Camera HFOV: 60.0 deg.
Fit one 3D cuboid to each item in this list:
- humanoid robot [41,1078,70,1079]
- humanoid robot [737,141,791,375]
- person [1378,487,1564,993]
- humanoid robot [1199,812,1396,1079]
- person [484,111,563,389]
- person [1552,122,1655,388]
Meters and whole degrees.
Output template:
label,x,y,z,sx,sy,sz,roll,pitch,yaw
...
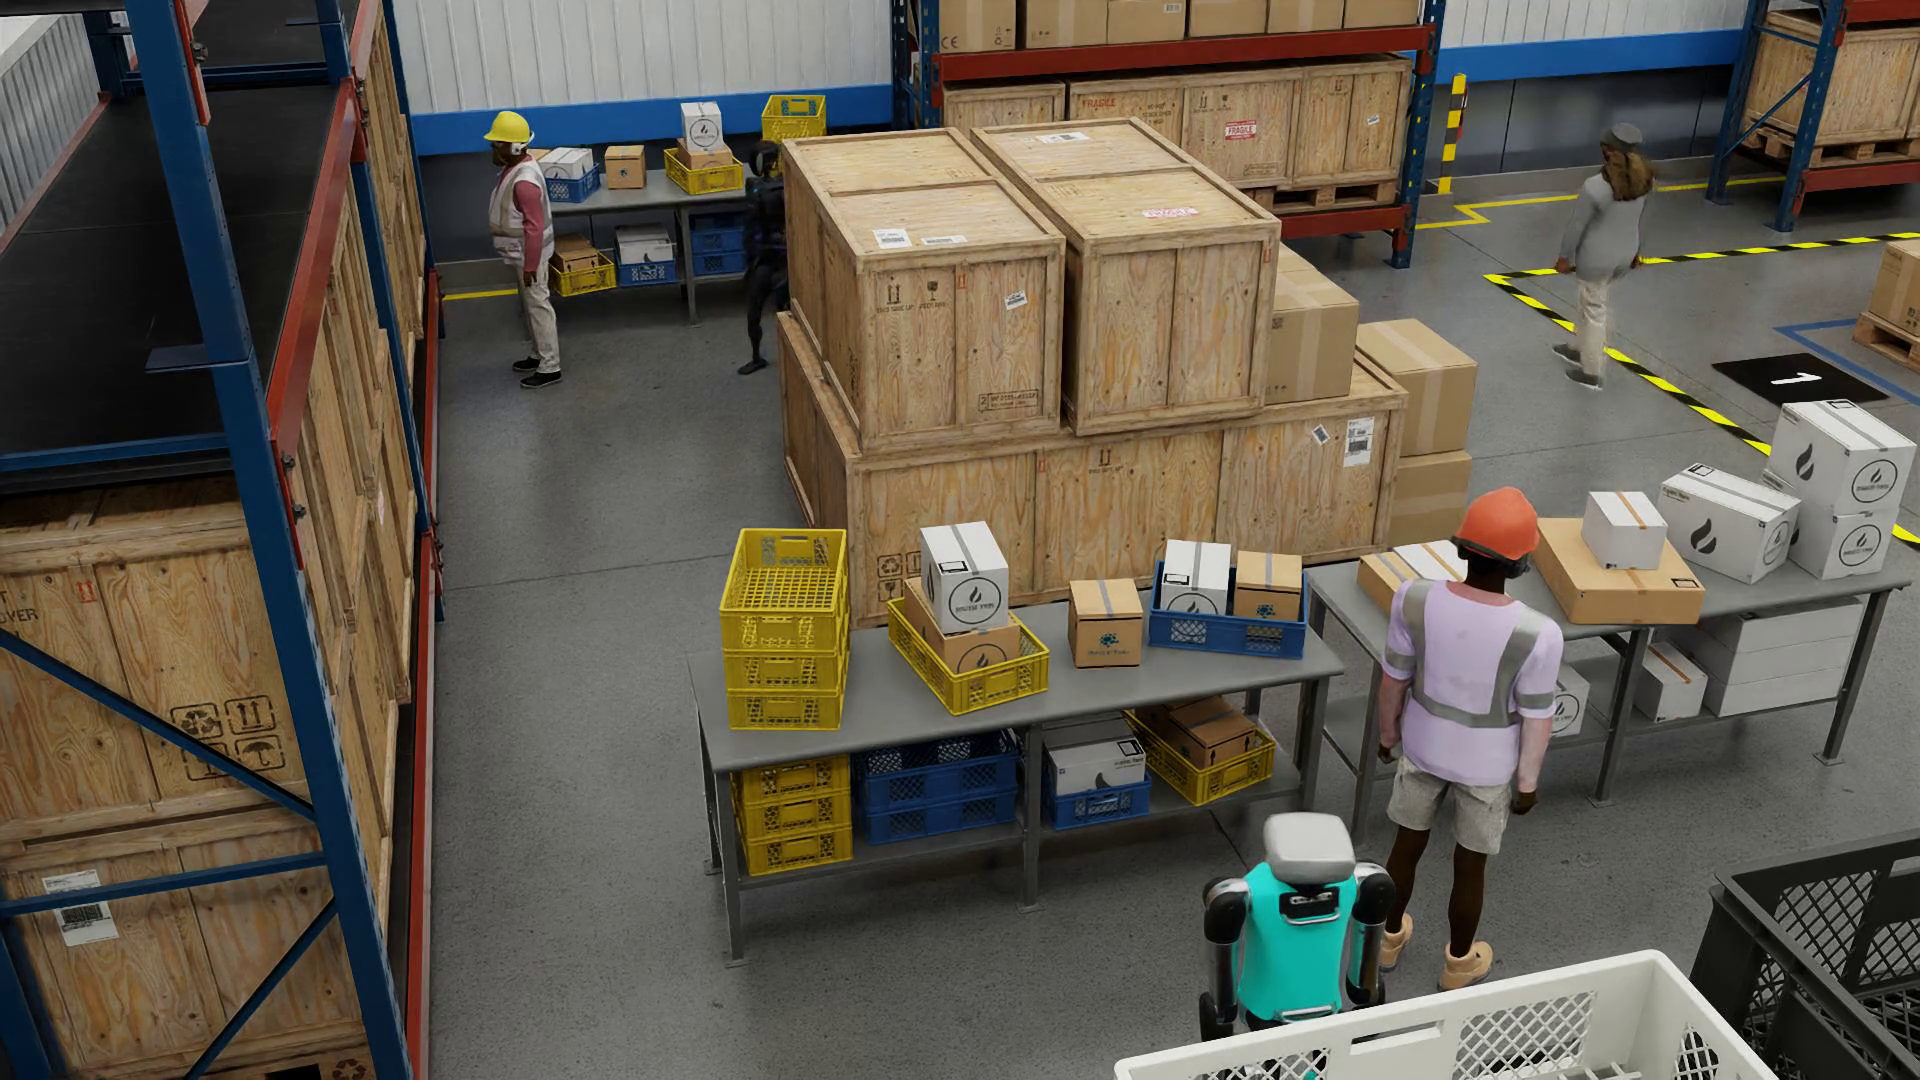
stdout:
label,x,y,z,sx,sy,sz,roll,pitch,yaw
humanoid robot,-1.970,1.949,4.152,0.677,1.625,0.603,-19,34,-30
humanoid robot,-1.223,-1.830,11.014,0.461,1.640,0.611,-23,36,-36
person,1.782,0.741,5.935,0.604,2.044,0.374,19,34,30
humanoid robot,0.965,1.604,4.579,0.533,1.692,0.739,-5,29,-9
person,-2.872,-1.906,10.950,0.404,1.836,0.594,-10,31,-18
person,4.191,-1.927,11.072,0.594,1.741,0.717,-13,31,-22
